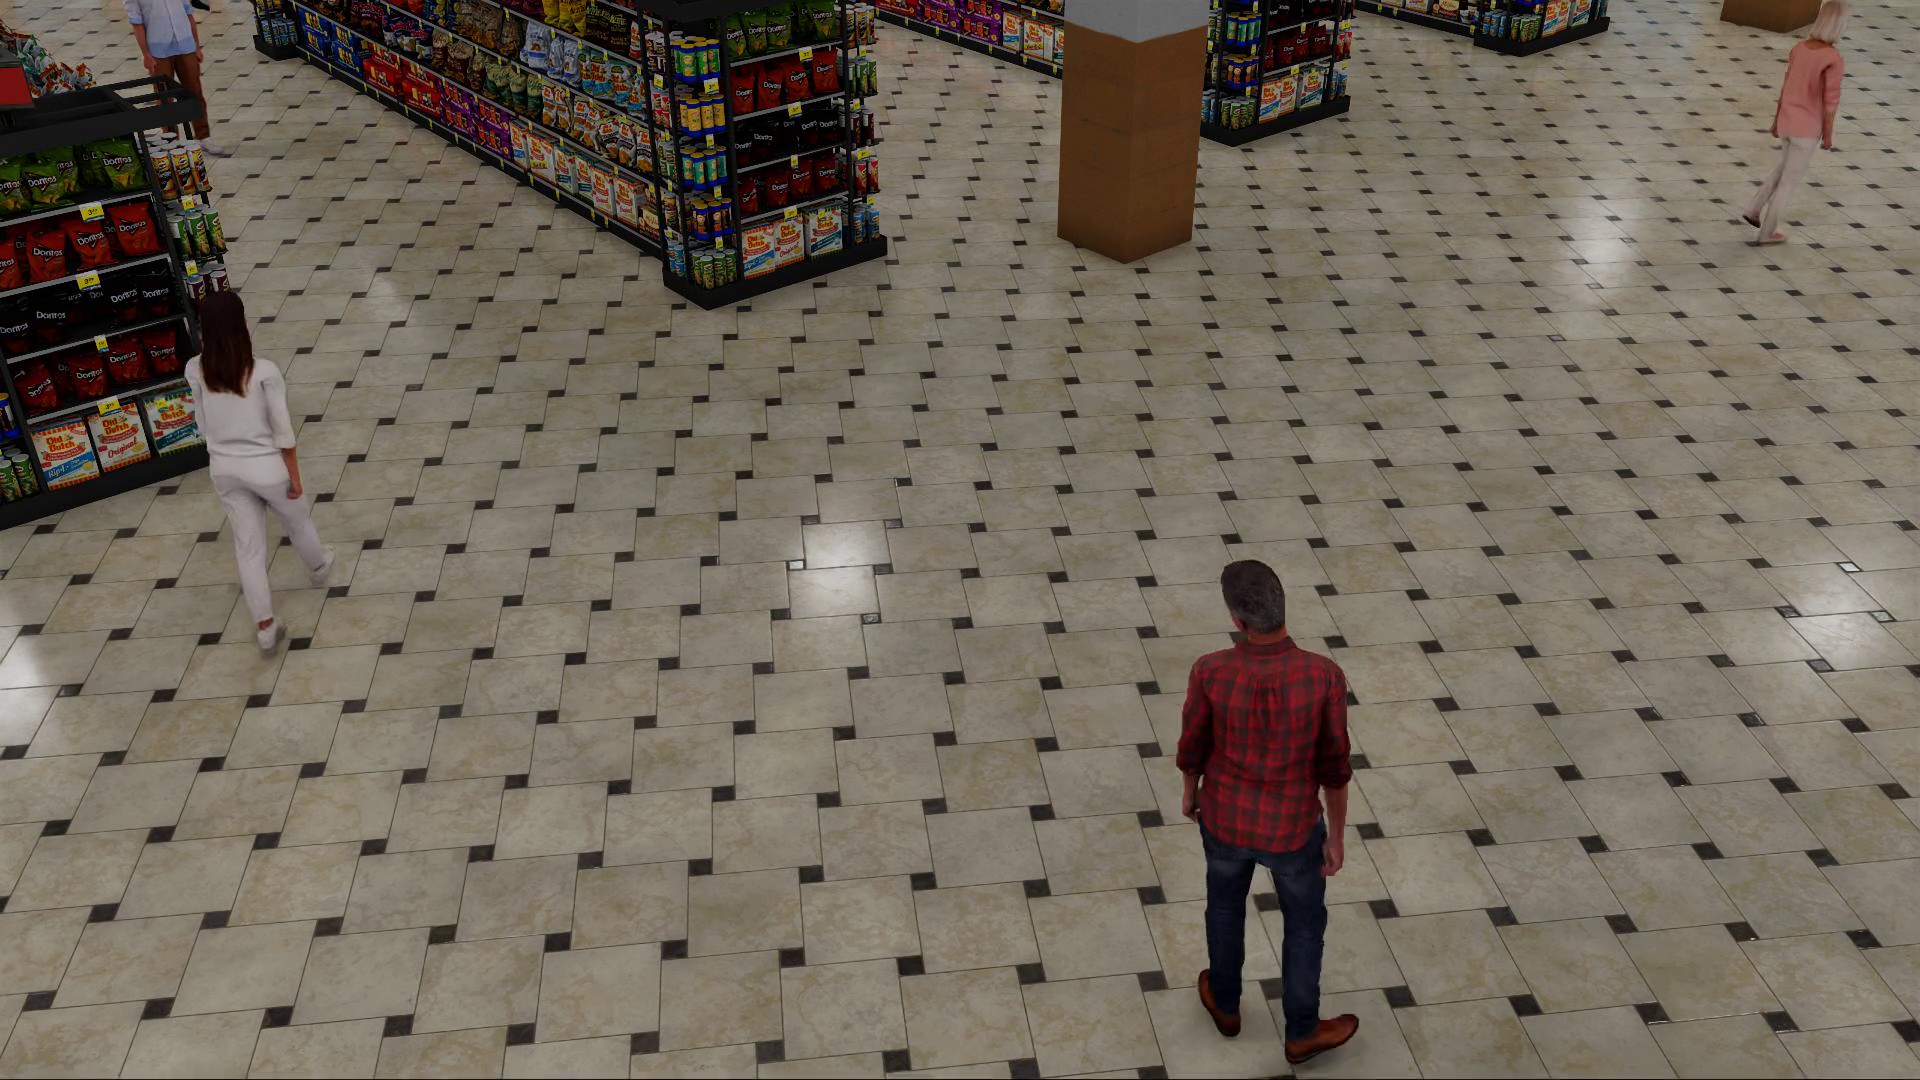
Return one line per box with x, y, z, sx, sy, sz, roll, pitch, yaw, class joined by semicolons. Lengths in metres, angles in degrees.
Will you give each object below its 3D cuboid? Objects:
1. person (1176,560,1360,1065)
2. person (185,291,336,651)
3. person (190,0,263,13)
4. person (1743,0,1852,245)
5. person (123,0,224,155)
1.011;0.935;5.418;0.881;1.793;1.035;17;36;25;person
-3.212;-0.278;7.506;0.984;1.648;1.142;-3;32;-5;person
-7.419;-6.244;16.974;1.094;1.775;1.291;-8;33;-12;person
5.818;-2.894;11.645;0.778;1.717;0.695;-8;33;-13;person
-6.309;-3.952;13.244;0.627;1.824;0.708;24;39;33;person
